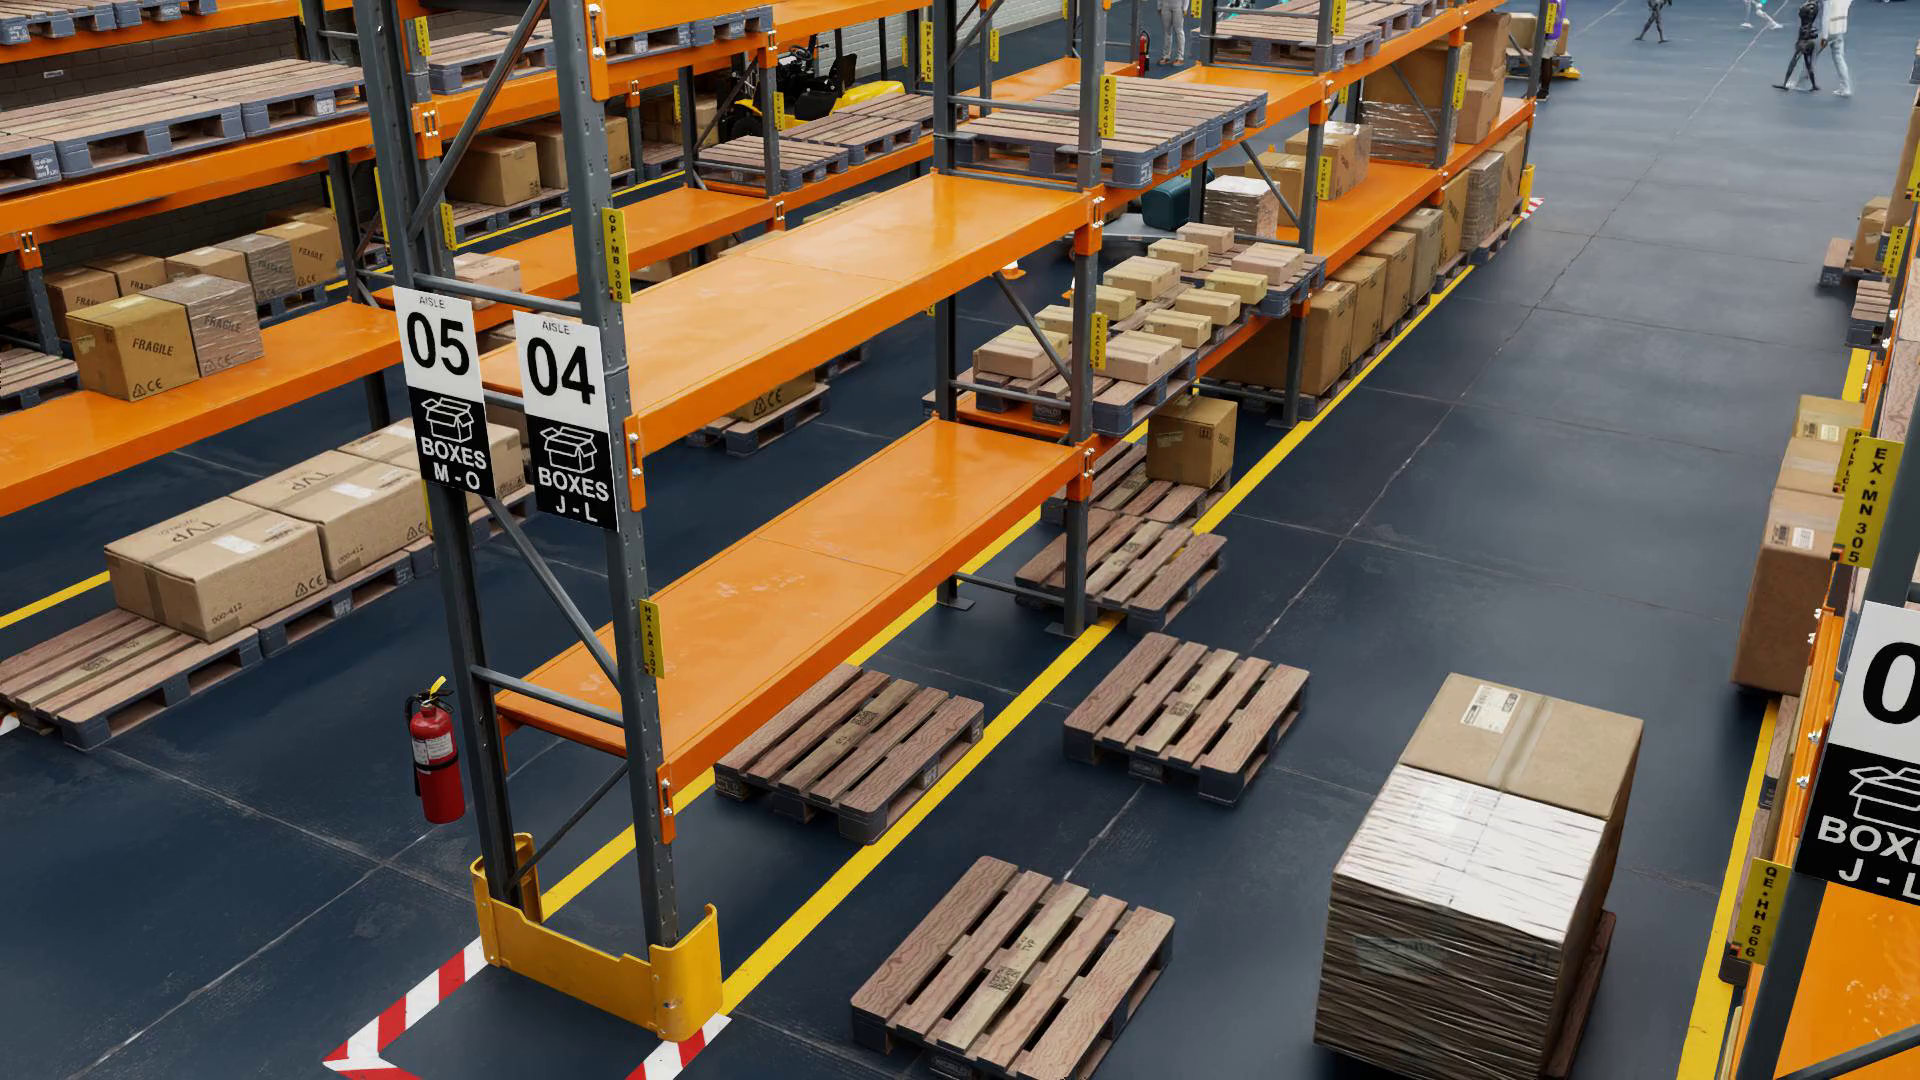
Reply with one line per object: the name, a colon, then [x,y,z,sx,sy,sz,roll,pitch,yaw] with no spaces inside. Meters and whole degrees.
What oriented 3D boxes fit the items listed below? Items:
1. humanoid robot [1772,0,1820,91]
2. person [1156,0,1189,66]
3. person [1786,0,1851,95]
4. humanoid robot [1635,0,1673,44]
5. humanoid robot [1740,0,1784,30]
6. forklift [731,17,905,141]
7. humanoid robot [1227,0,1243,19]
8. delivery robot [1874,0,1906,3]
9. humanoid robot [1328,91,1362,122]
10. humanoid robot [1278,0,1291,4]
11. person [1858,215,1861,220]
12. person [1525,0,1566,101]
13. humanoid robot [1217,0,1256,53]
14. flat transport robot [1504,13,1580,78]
humanoid robot: [13.316,-7.880,26.156,0.721,1.623,0.585,6,26,13]
person: [3.616,-9.050,28.241,0.628,1.934,0.369,20,32,35]
person: [13.623,-7.922,25.990,0.626,1.849,1.025,-12,28,-23]
humanoid robot: [12.821,-9.918,30.380,0.592,1.627,0.772,-20,32,-36]
humanoid robot: [15.257,-10.527,31.567,1.037,1.753,0.548,3,26,5]
forklift: [-1.819,-5.975,21.543,2.313,2.155,1.214,14,29,26]
humanoid robot: [5.259,-10.719,31.945,0.547,1.795,0.786,-22,34,-38]
delivery robot: [19.877,-11.785,35.473,0.747,0.570,0.499,-16,30,-29]
humanoid robot: [5.713,-6.862,24.021,0.784,1.619,0.588,5,26,10]
humanoid robot: [5.964,-9.957,30.390,0.532,1.802,0.802,23,34,39]
person: [10.654,-4.257,18.500,0.875,1.717,0.547,15,29,28]
person: [9.007,-7.735,25.461,0.368,1.965,0.605,13,29,26]
humanoid robot: [4.672,-9.001,28.400,0.901,1.788,0.572,-17,30,-31]
flat transport robot: [9.491,-7.839,27.631,1.431,0.231,0.659,2,26,5]
